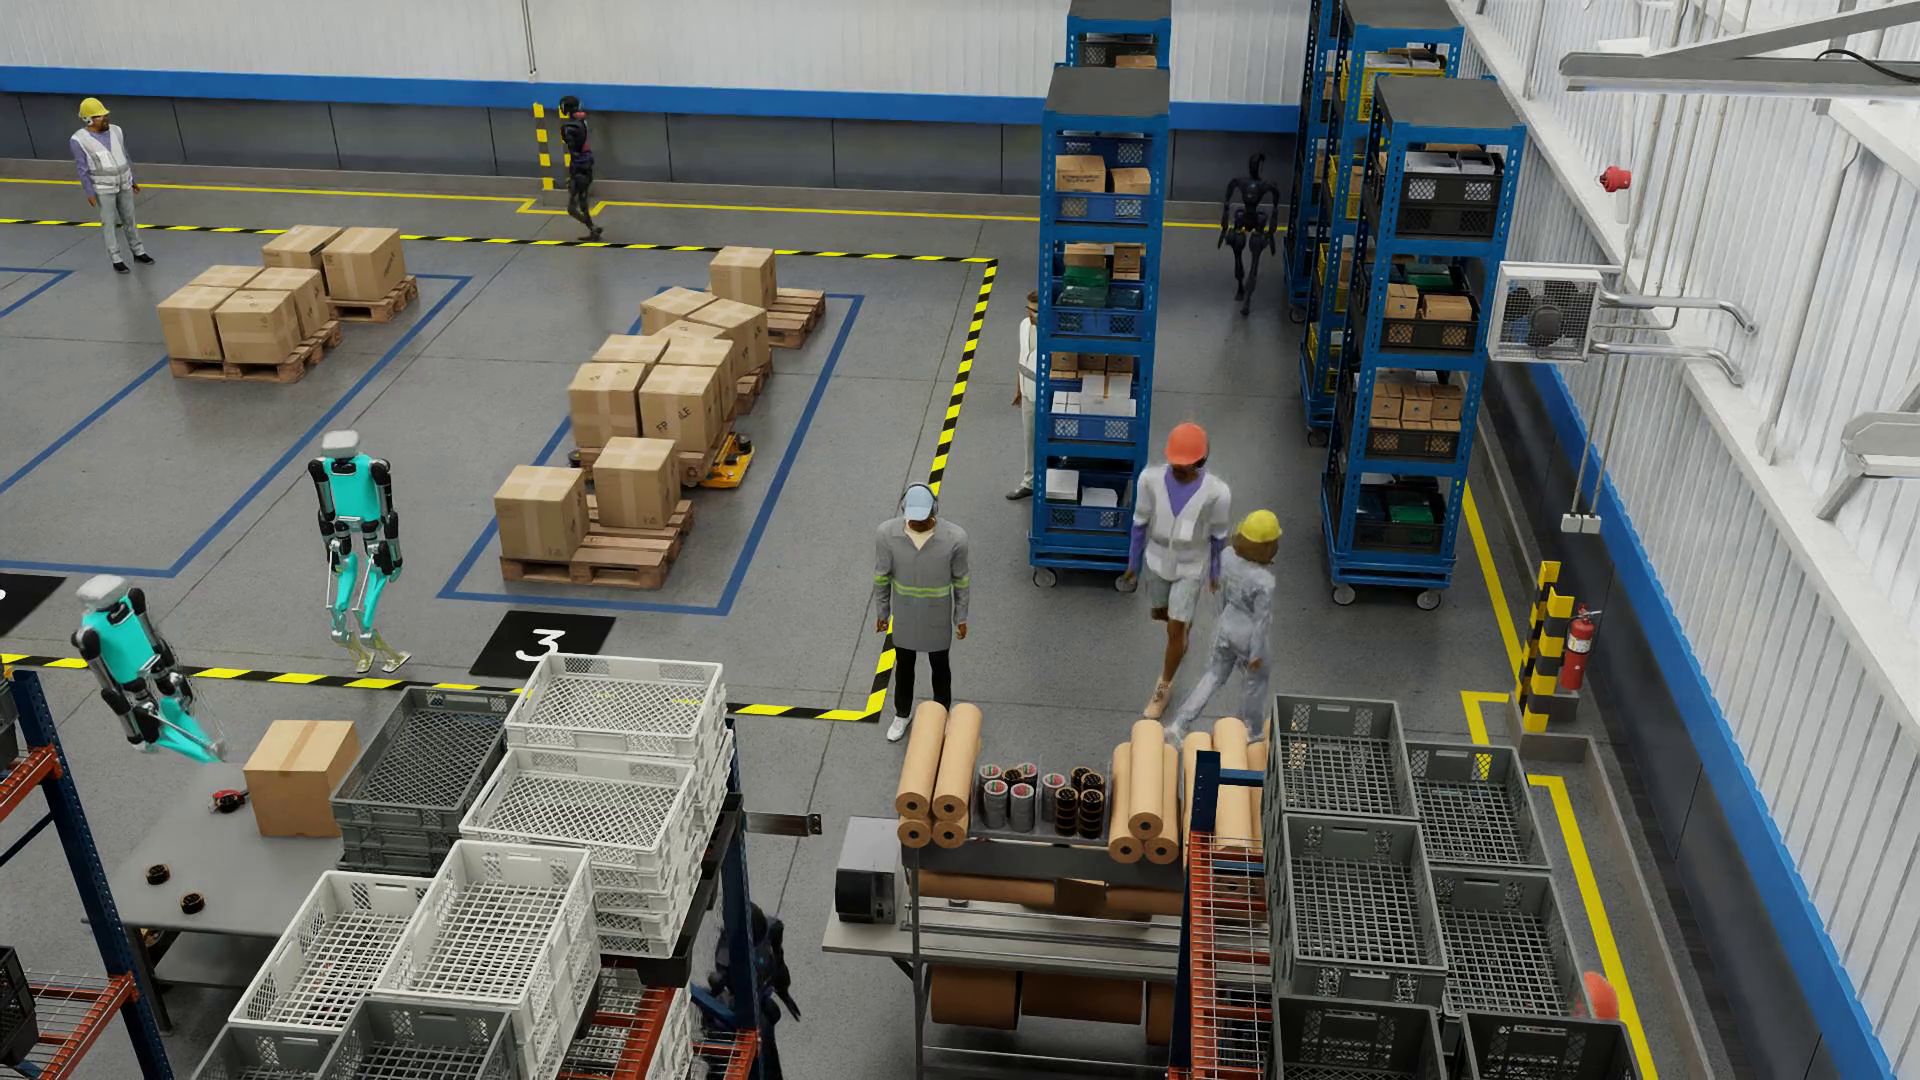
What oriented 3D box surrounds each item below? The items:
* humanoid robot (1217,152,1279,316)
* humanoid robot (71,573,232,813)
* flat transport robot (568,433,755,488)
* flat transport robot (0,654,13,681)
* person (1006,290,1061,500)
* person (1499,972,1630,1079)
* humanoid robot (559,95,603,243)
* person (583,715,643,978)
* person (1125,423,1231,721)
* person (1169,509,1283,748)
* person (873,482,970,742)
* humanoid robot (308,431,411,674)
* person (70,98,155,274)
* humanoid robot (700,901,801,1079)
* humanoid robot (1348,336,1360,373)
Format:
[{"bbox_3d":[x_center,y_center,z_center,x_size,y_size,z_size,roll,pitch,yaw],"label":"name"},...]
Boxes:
[{"bbox_3d":[2.874,-3.074,16.596,0.590,1.622,0.811,8,31,13],"label":"humanoid robot"},{"bbox_3d":[-4.439,1.001,9.495,0.864,1.759,0.532,5,31,8],"label":"humanoid robot"},{"bbox_3d":[-2.485,-0.703,13.854,1.431,0.197,0.652,3,30,6],"label":"flat transport robot"},{"bbox_3d":[-7.142,0.969,11.010,1.431,0.231,0.659,3,30,6],"label":"flat transport robot"},{"bbox_3d":[0.648,-1.093,12.980,0.388,1.847,0.563,-21,36,-32],"label":"person"},{"bbox_3d":[2.376,2.514,6.742,0.554,1.893,0.964,5,31,9],"label":"person"},{"bbox_3d":[-4.167,-4.062,18.245,0.358,1.641,0.589,-2,30,-3],"label":"humanoid robot"},{"bbox_3d":[-1.768,1.619,8.319,0.493,1.860,0.336,-6,31,-10],"label":"person"},{"bbox_3d":[1.417,0.116,10.747,0.612,2.018,0.913,14,33,23],"label":"person"},{"bbox_3d":[1.694,0.581,10.234,0.745,1.721,0.491,-18,35,-28],"label":"person"},{"bbox_3d":[-0.242,0.462,10.306,0.598,1.850,0.394,4,30,7],"label":"person"},{"bbox_3d":[-3.954,0.170,10.793,0.533,1.673,0.735,3,30,6],"label":"humanoid robot"},{"bbox_3d":[-8.949,-3.746,17.548,0.404,1.833,0.599,17,34,27],"label":"person"},{"bbox_3d":[-1.043,2.162,7.596,0.650,1.617,0.613,18,35,28],"label":"humanoid robot"},{"bbox_3d":[3.334,-1.212,13.158,0.533,1.681,0.735,3,30,6],"label":"humanoid robot"}]
